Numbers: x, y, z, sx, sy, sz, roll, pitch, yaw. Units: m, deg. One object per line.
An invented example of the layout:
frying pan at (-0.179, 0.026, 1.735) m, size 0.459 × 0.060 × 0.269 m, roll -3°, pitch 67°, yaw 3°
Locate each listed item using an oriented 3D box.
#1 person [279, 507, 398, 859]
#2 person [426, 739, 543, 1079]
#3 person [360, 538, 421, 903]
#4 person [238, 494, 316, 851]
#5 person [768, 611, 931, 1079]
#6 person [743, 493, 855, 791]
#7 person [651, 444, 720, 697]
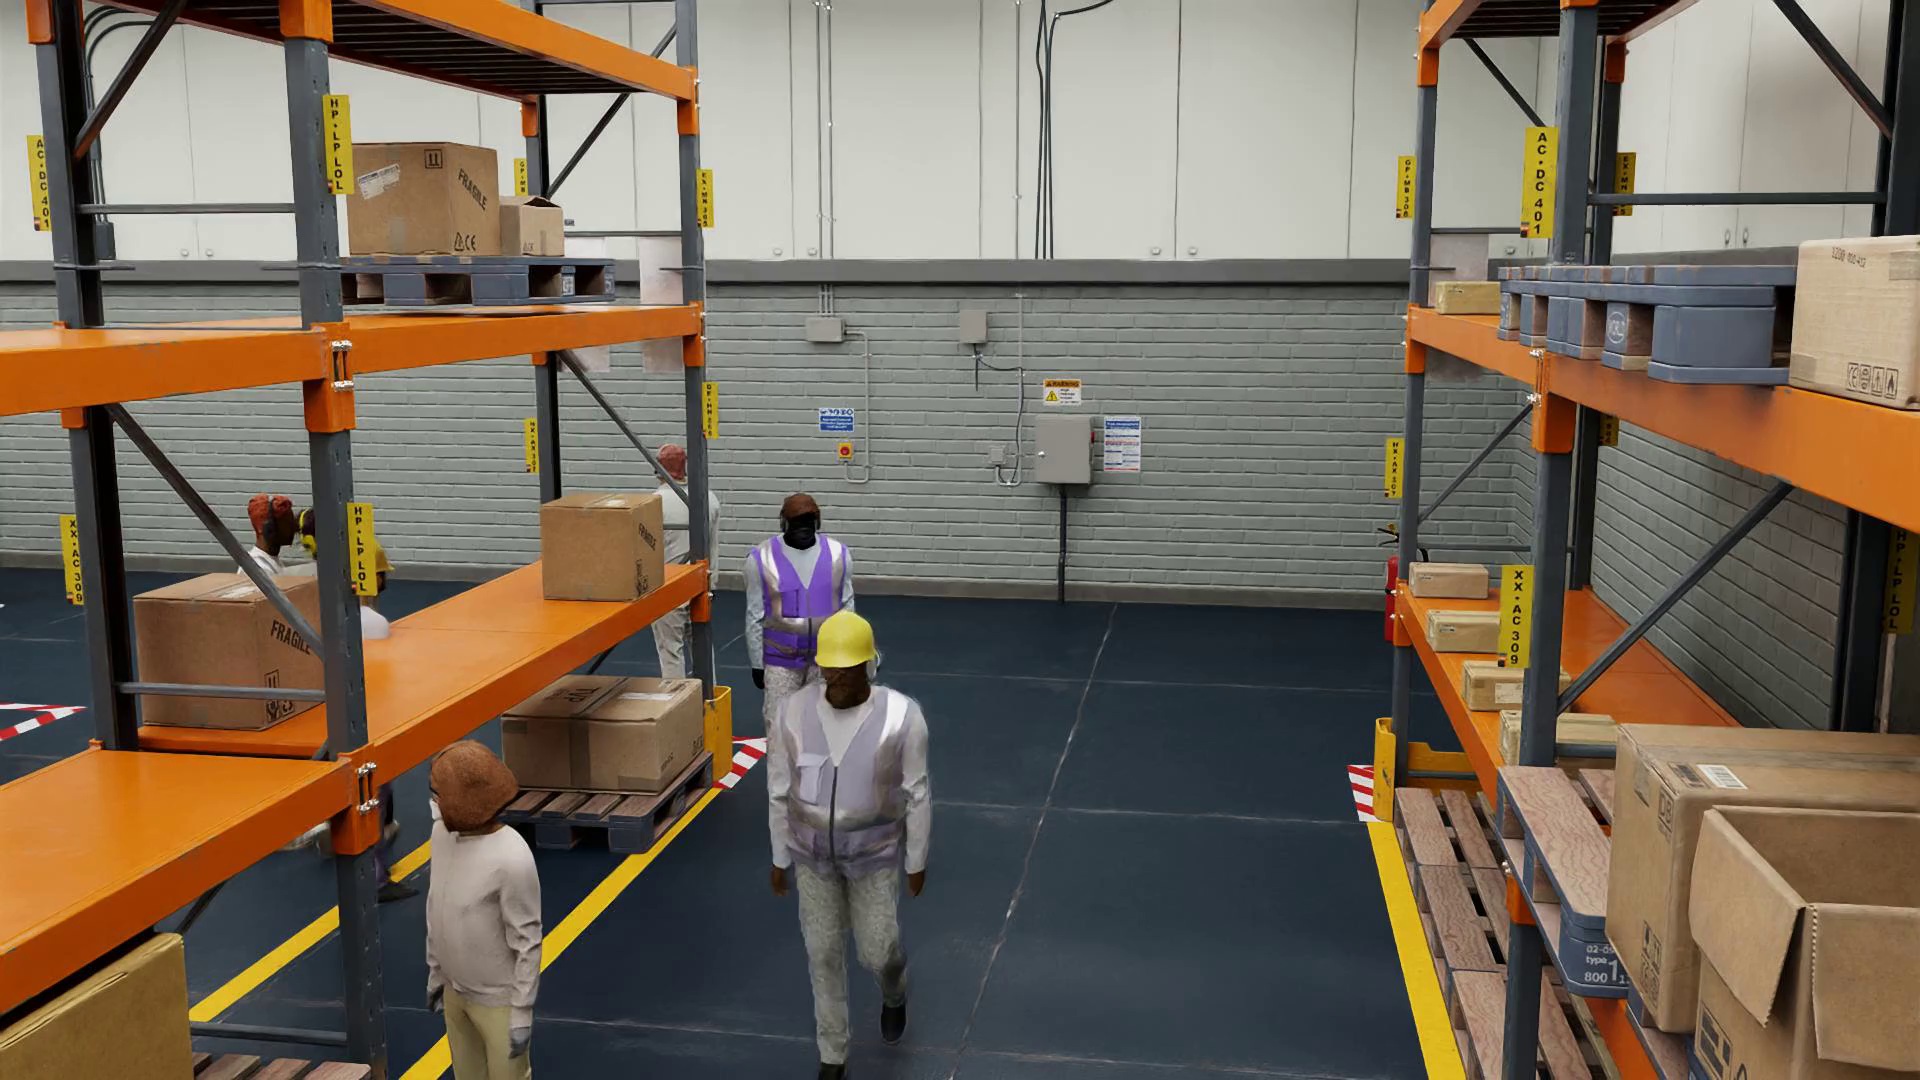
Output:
person at (-3.215, 0.734, 8.595) m, size 0.537 × 1.832 × 0.668 m, roll -2°, pitch 10°, yaw -15°
person at (-1.470, 1.401, 5.104) m, size 0.498 × 1.633 × 0.281 m, roll 8°, pitch 12°, yaw 39°
person at (-2.851, 0.862, 8.029) m, size 0.532 × 1.766 × 0.326 m, roll 8°, pitch 12°, yaw 40°
person at (-3.621, 0.690, 8.756) m, size 0.344 × 1.876 × 0.577 m, roll -3°, pitch 10°, yaw -20°
person at (-0.406, 1.135, 6.193) m, size 0.604 × 1.820 × 0.522 m, roll 2°, pitch 9°, yaw 11°
person at (-0.871, 0.646, 9.164) m, size 0.613 × 1.835 × 0.428 m, roll -3°, pitch 10°, yaw -17°
person at (-1.876, 0.315, 10.971) m, size 0.401 × 1.904 × 0.648 m, roll 7°, pitch 12°, yaw 39°
